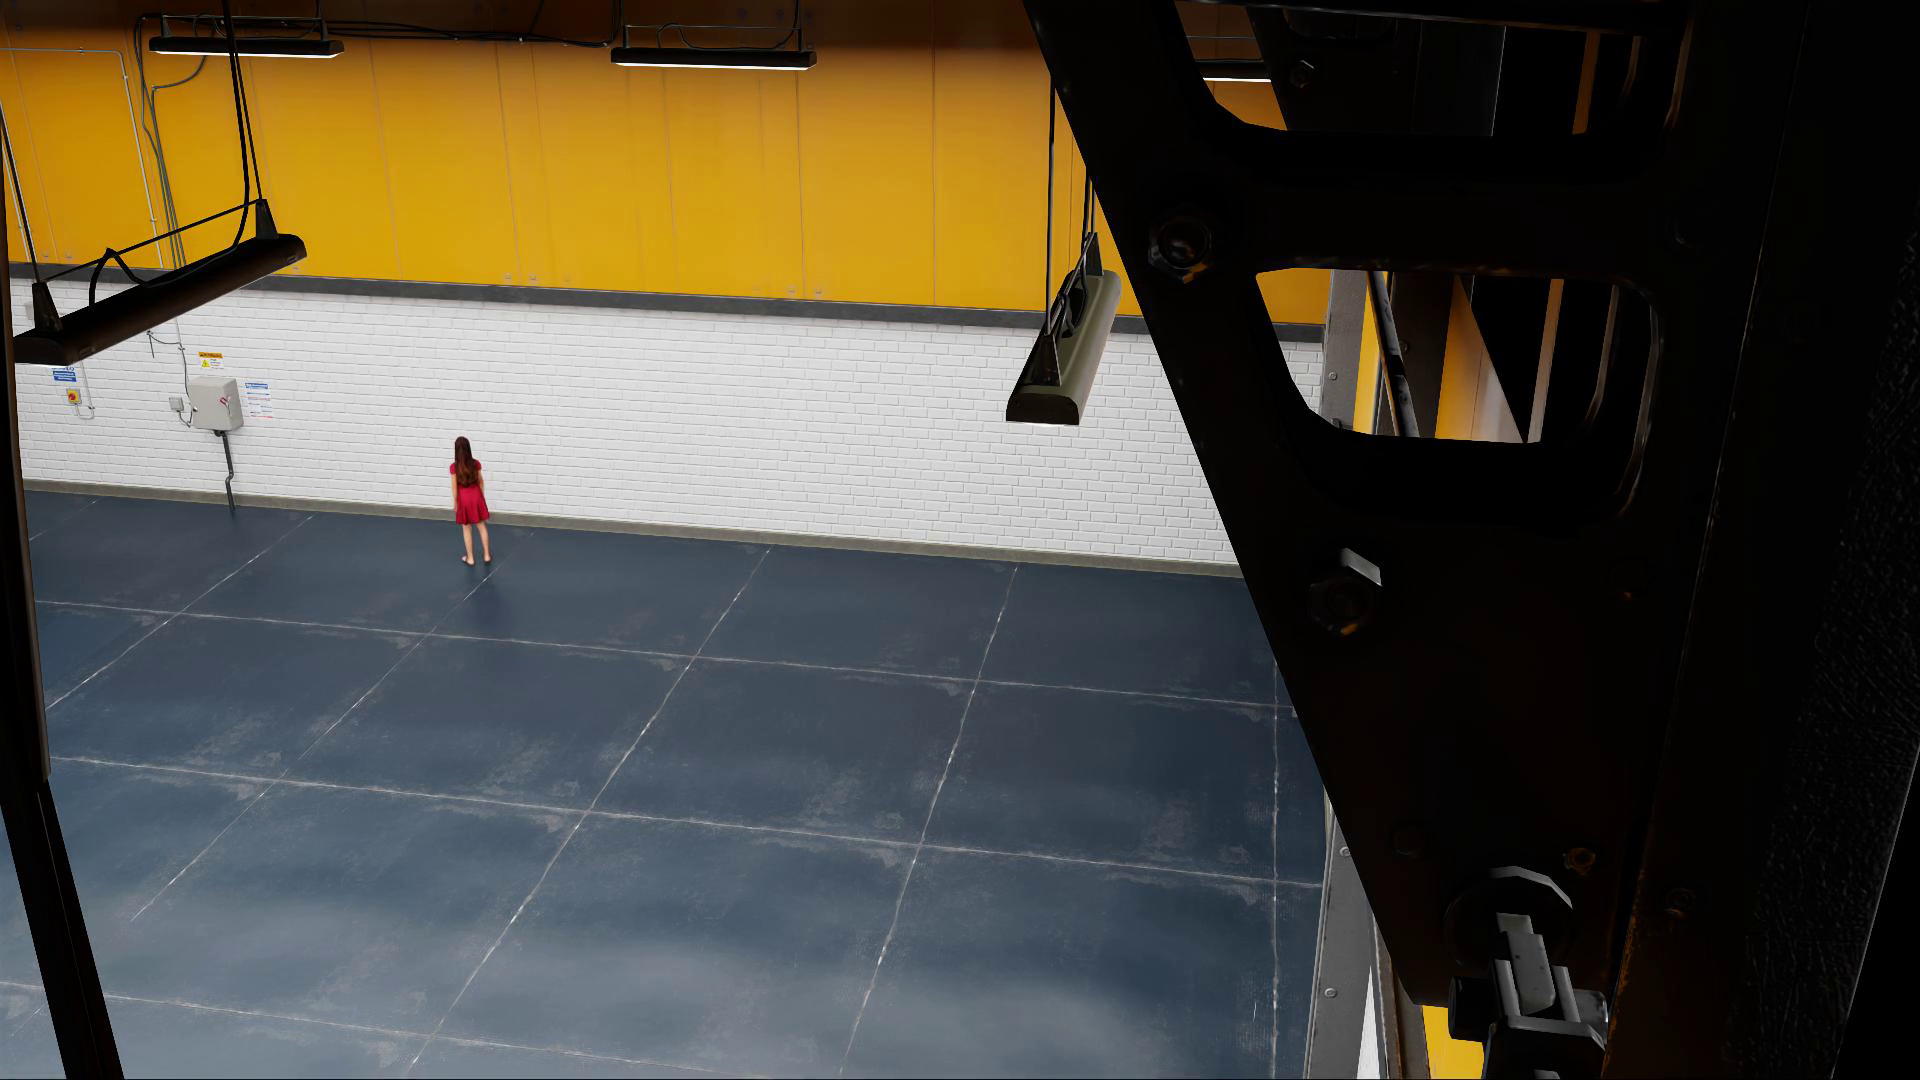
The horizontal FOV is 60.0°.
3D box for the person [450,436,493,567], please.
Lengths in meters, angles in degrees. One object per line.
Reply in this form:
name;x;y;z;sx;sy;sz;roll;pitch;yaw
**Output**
person;-5.706;-0.468;19.354;0.676;1.552;0.736;-12;26;-25
